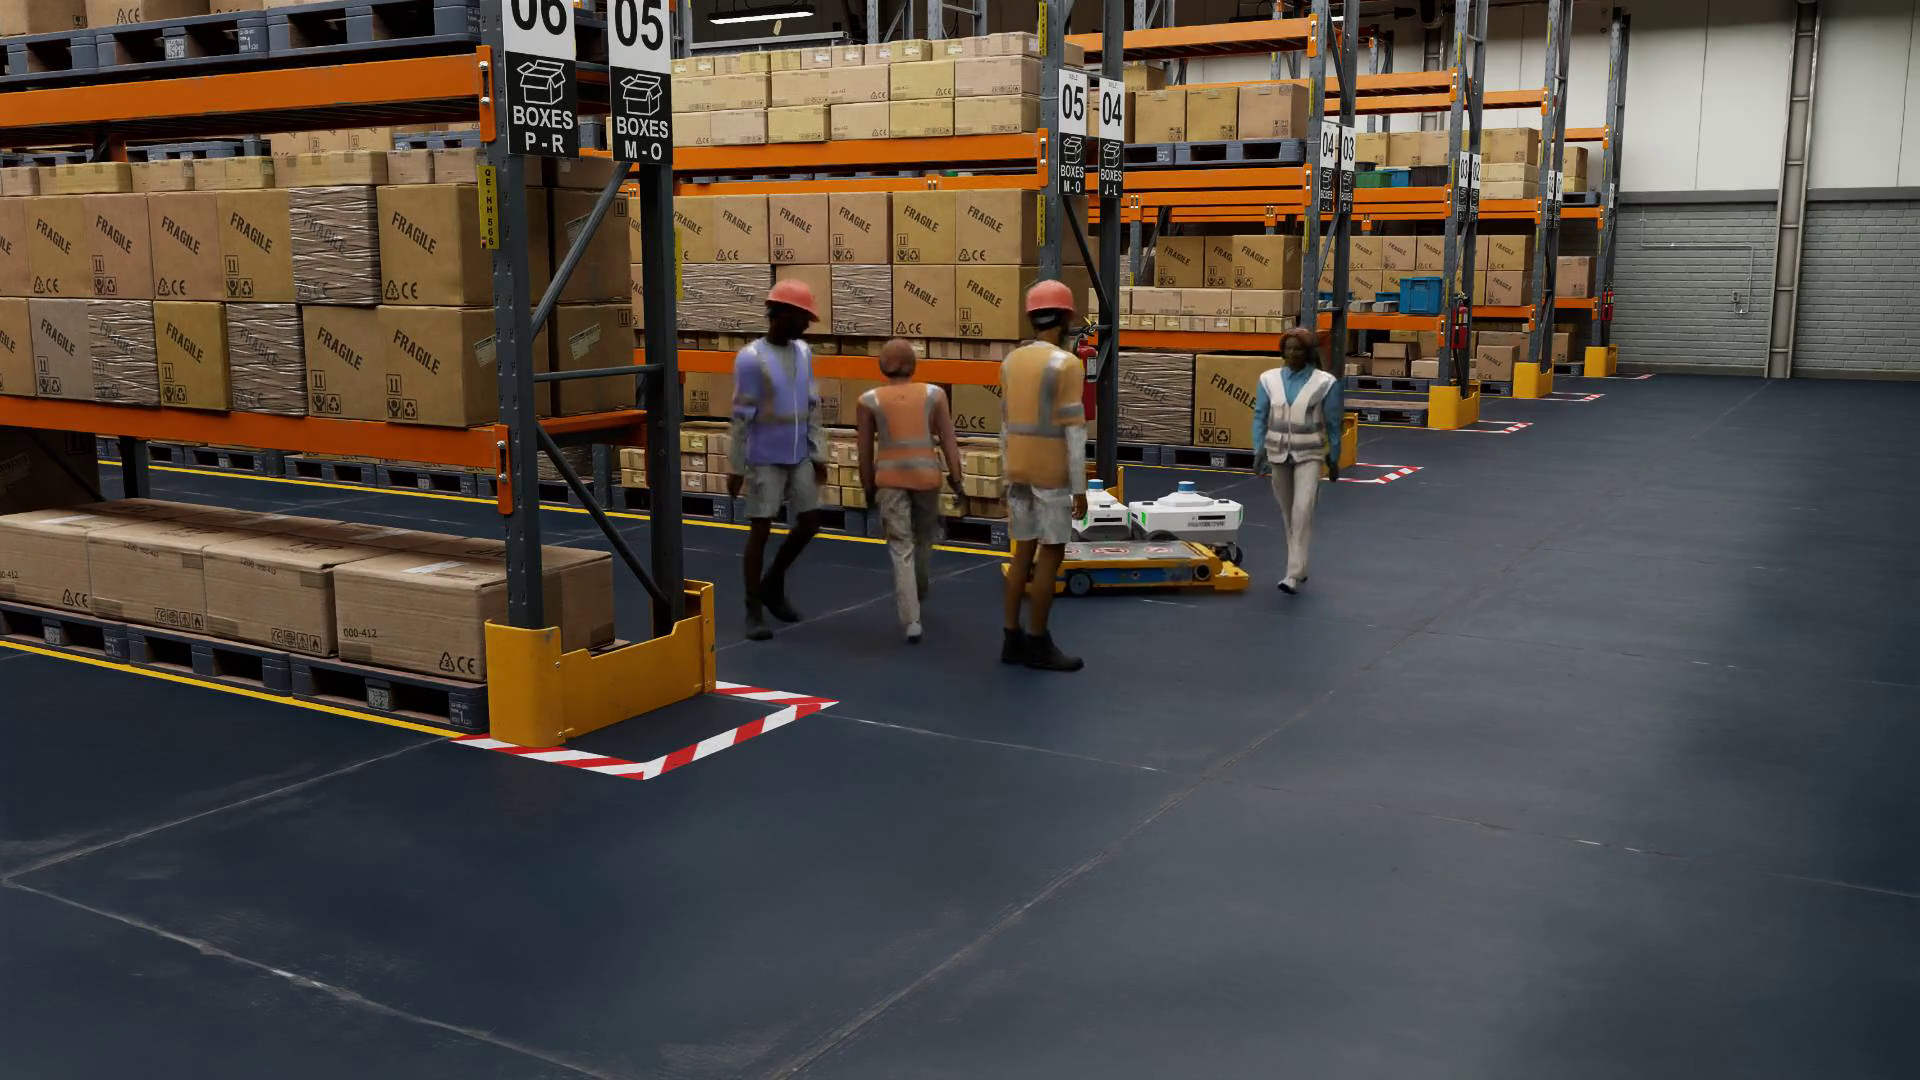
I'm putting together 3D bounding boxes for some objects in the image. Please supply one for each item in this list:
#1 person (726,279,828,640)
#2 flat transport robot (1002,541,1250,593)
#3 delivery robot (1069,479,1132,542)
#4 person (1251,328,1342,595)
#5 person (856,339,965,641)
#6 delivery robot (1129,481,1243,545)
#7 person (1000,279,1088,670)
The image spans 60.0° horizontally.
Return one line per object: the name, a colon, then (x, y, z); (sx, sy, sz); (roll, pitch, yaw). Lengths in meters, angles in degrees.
person: (-1.031, -0.441, 8.949); (0.479, 1.910, 0.669); (8, 12, 38)
flat transport robot: (1.003, 0.157, 10.239); (1.431, 0.197, 0.652); (-1, 10, -5)
delivery robot: (0.891, -0.157, 10.972); (0.477, 0.478, 0.707); (-1, 10, -9)
person: (2.003, -0.470, 10.022); (0.504, 1.591, 0.833); (6, 11, 31)
person: (-0.271, -0.290, 9.005); (0.572, 1.575, 0.894); (-2, 10, -11)
delivery robot: (1.476, -0.140, 10.873); (0.707, 0.478, 0.477); (-2, 10, -10)
person: (0.442, -0.321, 8.241); (0.437, 1.916, 0.583); (-8, 12, -39)
